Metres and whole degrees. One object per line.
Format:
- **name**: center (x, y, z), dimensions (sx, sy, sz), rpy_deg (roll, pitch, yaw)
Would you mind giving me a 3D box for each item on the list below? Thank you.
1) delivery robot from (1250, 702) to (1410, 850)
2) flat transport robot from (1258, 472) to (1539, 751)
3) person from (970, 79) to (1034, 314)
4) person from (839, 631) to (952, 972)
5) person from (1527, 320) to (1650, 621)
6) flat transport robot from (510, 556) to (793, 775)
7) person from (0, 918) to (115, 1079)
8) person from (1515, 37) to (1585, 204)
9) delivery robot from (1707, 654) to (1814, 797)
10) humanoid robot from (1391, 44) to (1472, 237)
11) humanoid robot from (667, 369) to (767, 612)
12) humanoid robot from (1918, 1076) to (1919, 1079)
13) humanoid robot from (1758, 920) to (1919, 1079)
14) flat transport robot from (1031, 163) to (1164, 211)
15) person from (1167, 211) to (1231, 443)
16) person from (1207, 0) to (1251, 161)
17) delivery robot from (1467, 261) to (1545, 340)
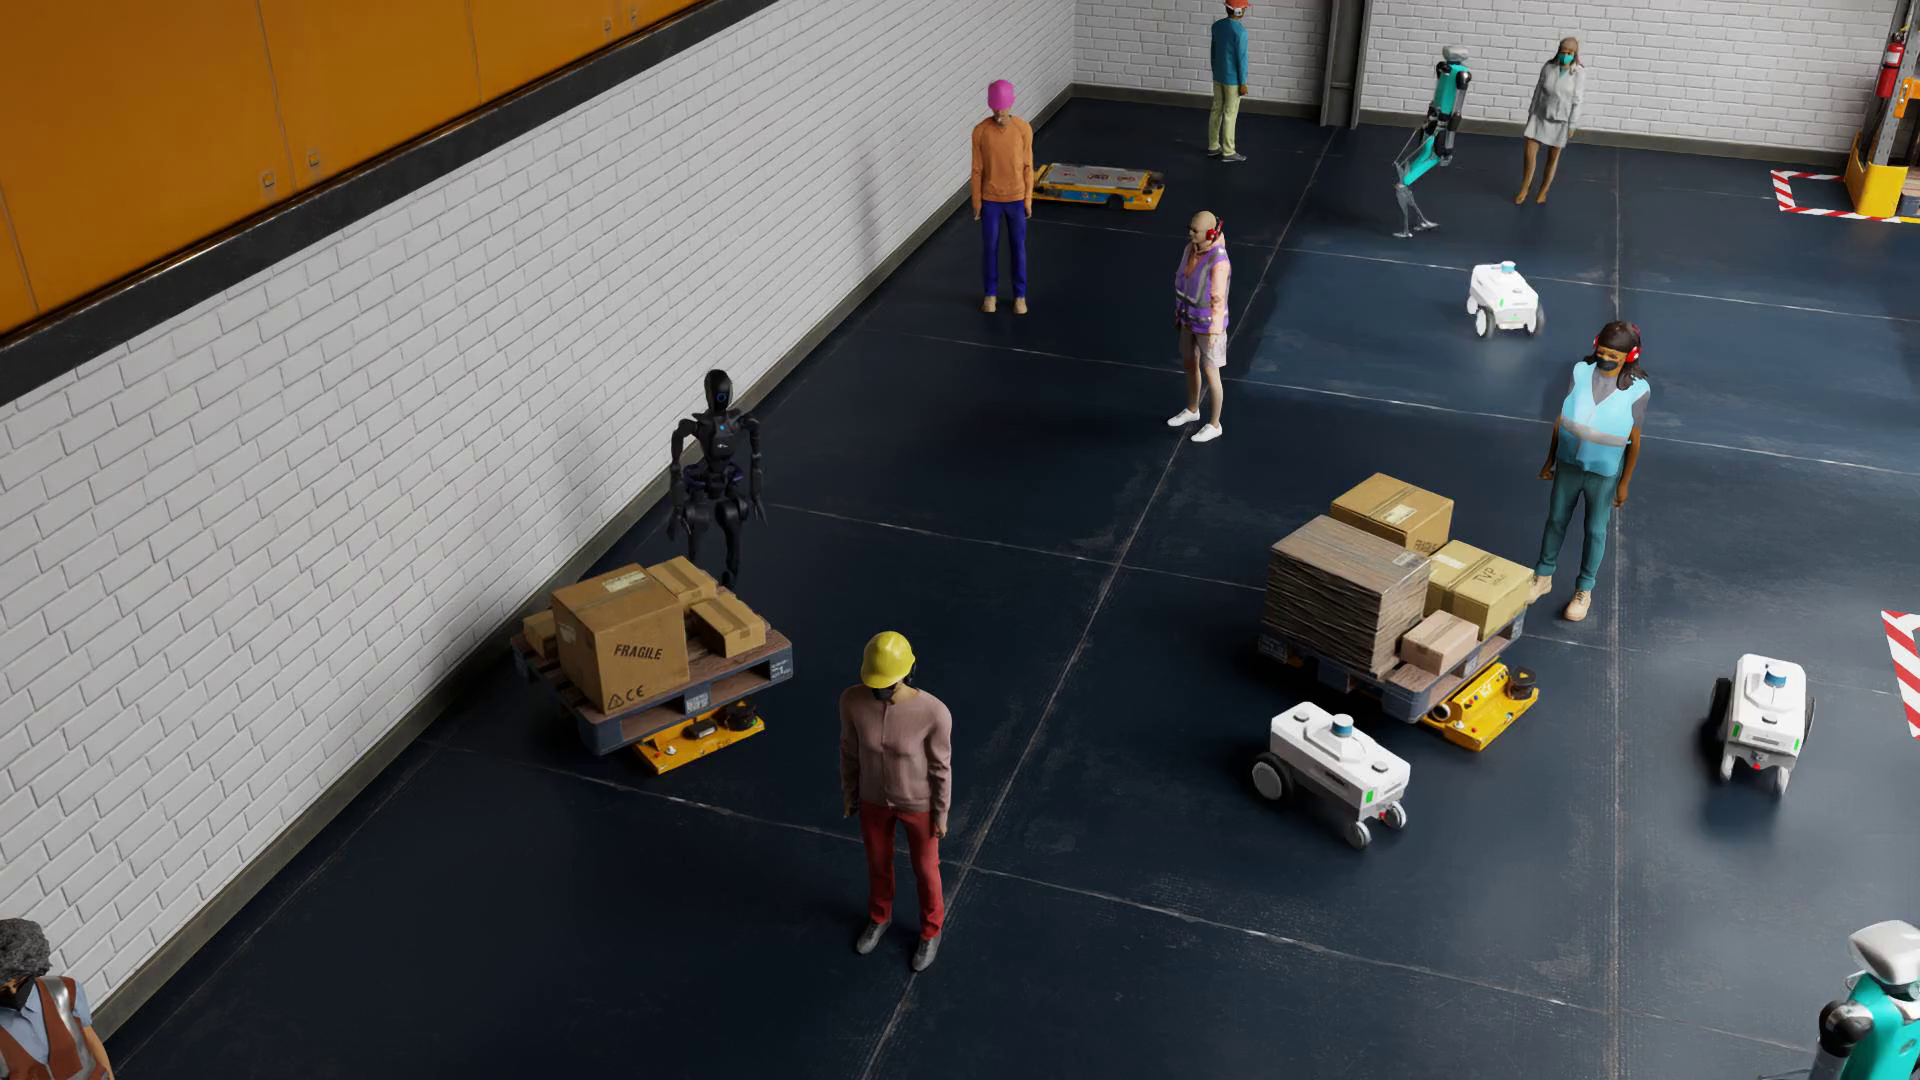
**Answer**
- **delivery robot**: center (1.896, 1.141, 8.395), dimensions (0.499, 0.587, 0.788), rpy_deg (-21, 36, -32)
- **flat transport robot**: center (2.473, 0.696, 9.441), dimensions (1.431, 0.231, 0.659), rpy_deg (26, 39, 37)
- **person**: center (0.347, -2.838, 13.778), dimensions (0.521, 1.972, 0.405), rpy_deg (1, 30, 1)
- **person**: center (-0.281, 1.134, 7.228), dimensions (0.515, 1.756, 0.333), rpy_deg (10, 32, 16)
- **person**: center (3.685, -0.417, 9.756), dimensions (0.516, 1.870, 0.392), rpy_deg (24, 38, 35)
- **flat transport robot**: center (-1.751, 0.782, 9.294), dimensions (0.659, 0.231, 1.431), rpy_deg (-21, 36, -32)
- **person**: center (-3.159, 2.005, 5.809), dimensions (0.312, 1.690, 0.436), rpy_deg (23, 38, 34)
- **person**: center (5.742, -4.038, 16.125), dimensions (0.506, 1.641, 0.534), rpy_deg (15, 34, 24)
- **delivery robot**: center (4.236, 0.926, 8.760), dimensions (0.499, 0.587, 0.789), rpy_deg (13, 33, 21)
- **humanoid robot**: center (4.258, -3.689, 15.463), dimensions (0.755, 1.771, 0.545), rpy_deg (-5, 31, -9)
- **humanoid robot**: center (-1.422, -0.230, 9.635), dimensions (0.599, 1.643, 0.341), rpy_deg (-13, 33, -21)
- **humanoid robot**: center (3.770, 1.852, 6.080), dimensions (0.351, 1.660, 0.600), rpy_deg (-26, 39, -37)
- **humanoid robot**: center (2.924, 1.981, 5.896), dimensions (0.547, 1.889, 0.687), rpy_deg (-13, 33, -21)
- **flat transport robot**: center (1.290, -3.533, 16.636), dimensions (1.431, 0.231, 0.659), rpy_deg (7, 31, 13)
- **person**: center (1.713, -1.526, 11.825), dimensions (0.353, 1.685, 0.486), rpy_deg (-16, 34, -25)
- **person**: center (2.838, -4.872, 17.446), dimensions (0.325, 1.752, 0.562), rpy_deg (-15, 34, -24)
- **delivery robot**: center (4.490, -2.017, 13.743), dimensions (0.499, 0.563, 0.738), rpy_deg (-2, 31, -3)
